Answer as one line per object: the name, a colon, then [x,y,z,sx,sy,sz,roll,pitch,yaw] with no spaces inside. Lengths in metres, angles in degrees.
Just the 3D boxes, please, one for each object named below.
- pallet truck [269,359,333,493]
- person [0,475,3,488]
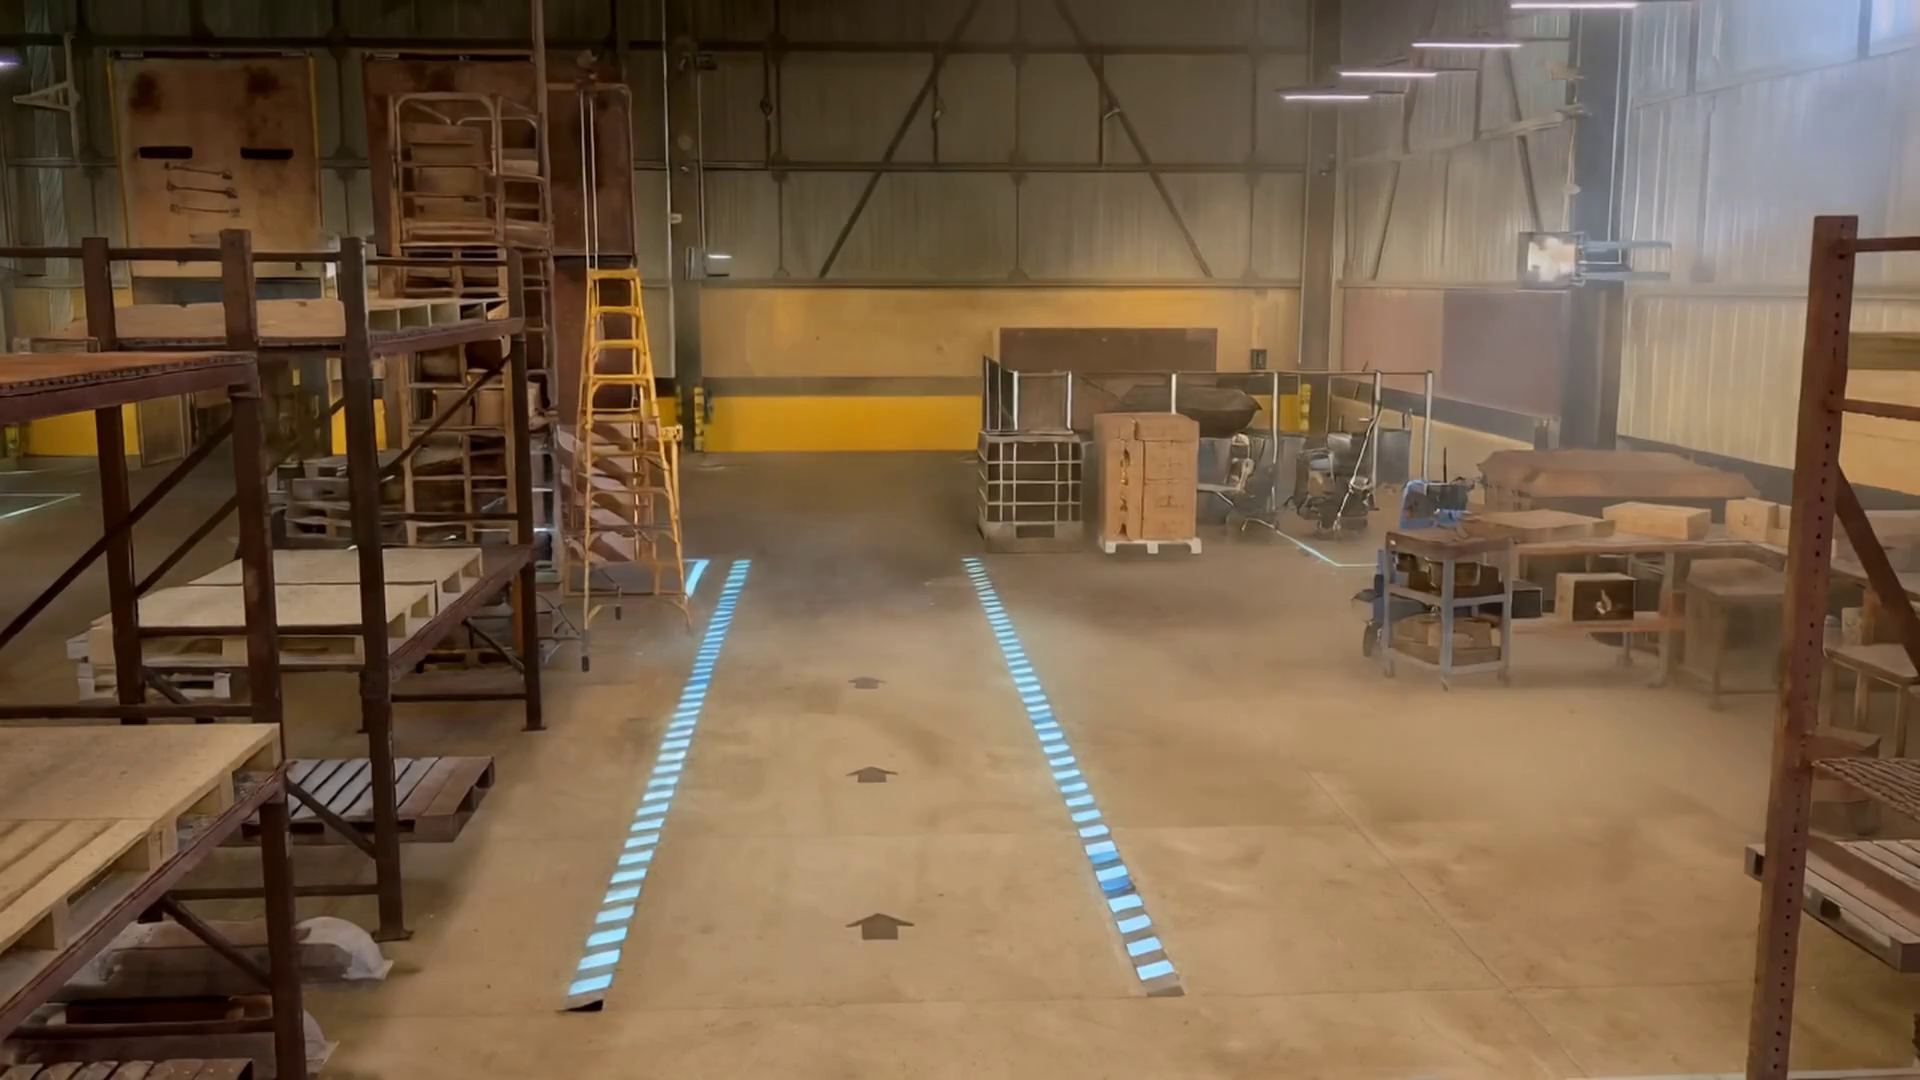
pallet truck: [-7.062,-1.131,18.996,1.885,1.965,0.823,2,9,13]
person: [-13.203,-1.643,22.434,0.544,1.929,0.386,7,12,39]
